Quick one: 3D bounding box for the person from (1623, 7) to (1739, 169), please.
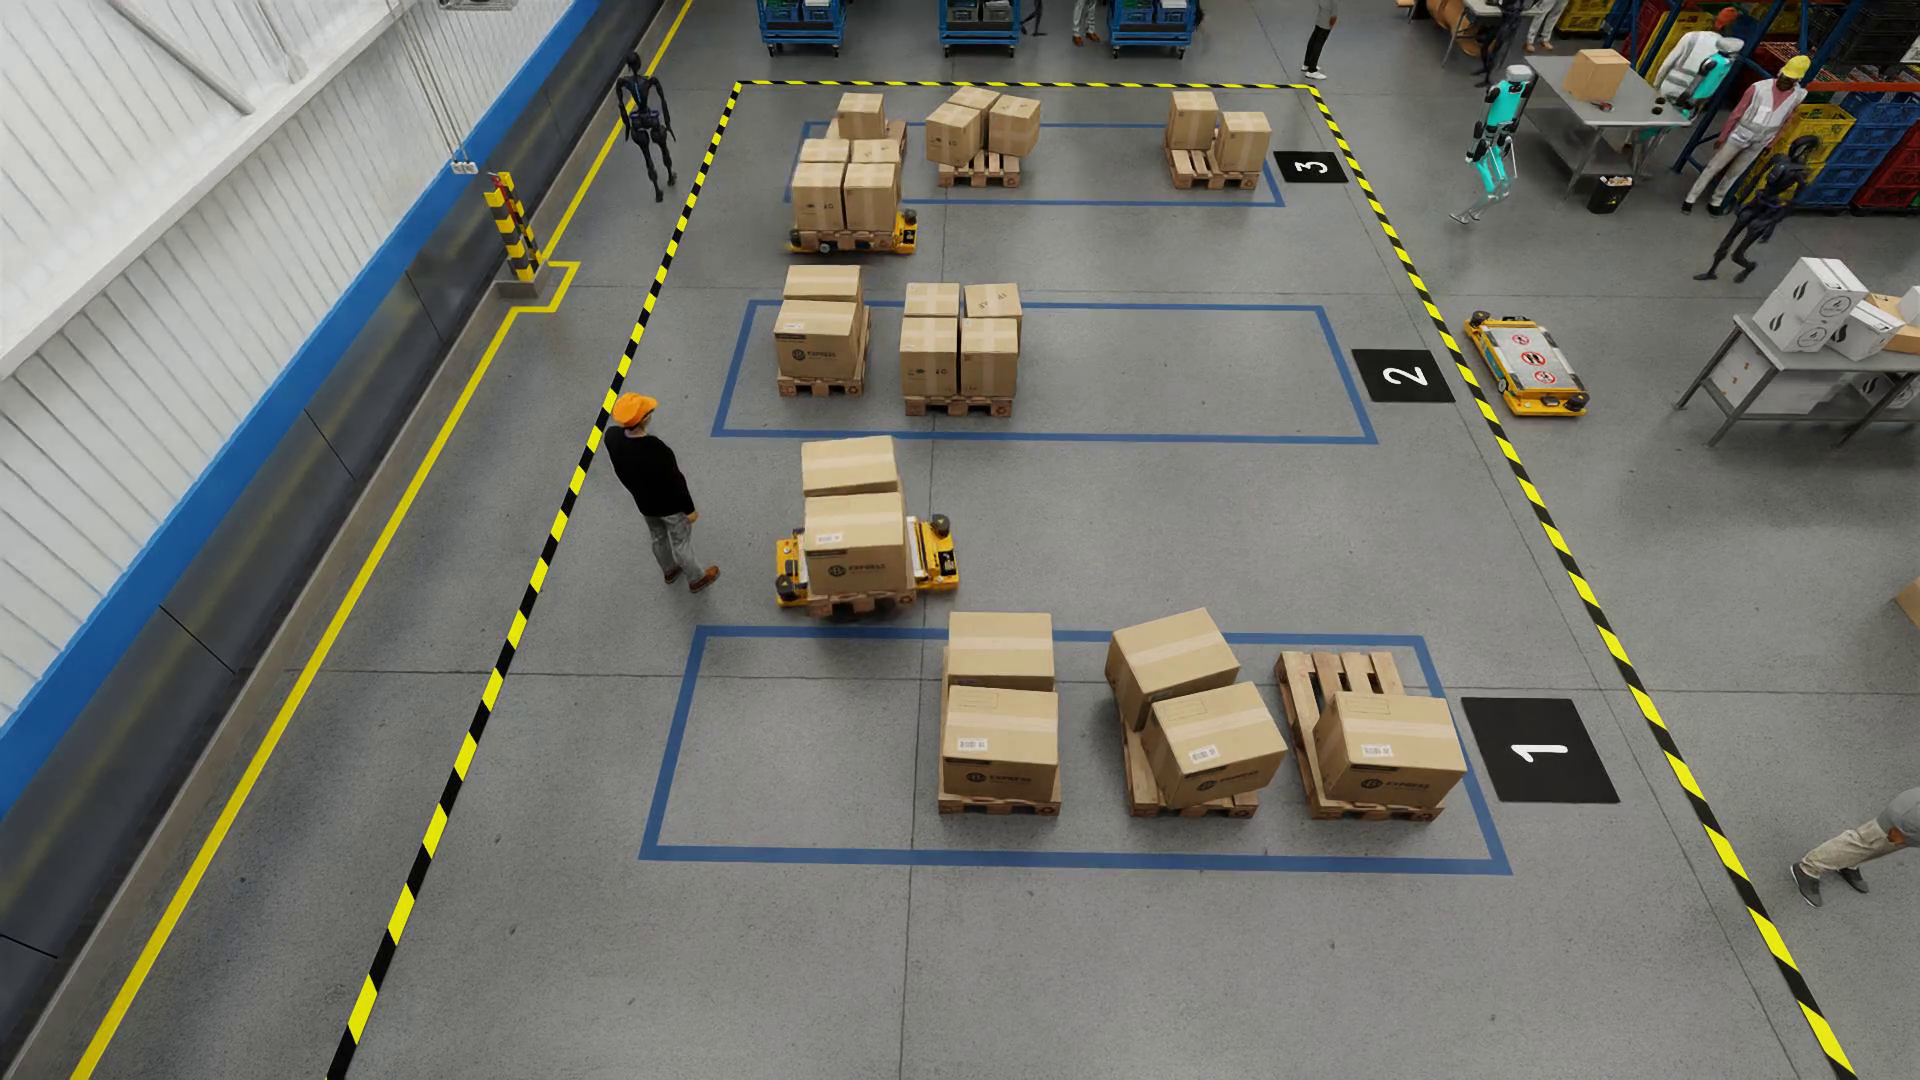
[{"bbox_3d":[8.883,-5.583,11.327,0.604,1.837,0.849,27,54,22],"label":"person"}]

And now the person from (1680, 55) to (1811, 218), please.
[{"bbox_3d":[9.004,-4.579,10.463,0.592,1.828,0.403,13,50,11],"label":"person"}]

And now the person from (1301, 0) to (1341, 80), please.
[{"bbox_3d":[5.308,-7.599,13.067,0.407,1.847,0.589,3,49,2],"label":"person"}]

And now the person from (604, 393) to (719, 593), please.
[{"bbox_3d":[-2.195,-0.322,6.744,0.597,1.882,0.386,20,52,17],"label":"person"}]

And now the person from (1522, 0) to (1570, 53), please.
[{"bbox_3d":[9.030,-8.306,13.679,0.632,1.846,0.429,-12,50,-10],"label":"person"}]

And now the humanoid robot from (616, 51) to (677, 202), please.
[{"bbox_3d":[-3.715,-4.929,10.876,0.589,1.640,0.617,-7,50,-6],"label":"humanoid robot"}]

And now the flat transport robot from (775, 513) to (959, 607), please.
[{"bbox_3d":[-0.758,0.150,7.385,1.431,0.197,0.652,-6,49,-5],"label":"flat transport robot"}]

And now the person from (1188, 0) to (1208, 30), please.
[{"bbox_3d":[3.718,-8.889,14.115,0.632,1.942,0.572,-31,56,-24],"label":"person"}]

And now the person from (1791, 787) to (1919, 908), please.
[{"bbox_3d":[5.495,1.562,5.188,0.564,1.769,0.396,-10,50,-8],"label":"person"}]

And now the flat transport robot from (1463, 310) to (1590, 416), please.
[{"bbox_3d":[5.573,-1.757,9.054,0.659,0.231,1.431,1,49,1],"label":"flat transport robot"}]

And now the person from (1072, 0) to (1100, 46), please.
[{"bbox_3d":[1.979,-8.548,13.828,0.634,1.938,0.363,-23,53,-19],"label":"person"}]

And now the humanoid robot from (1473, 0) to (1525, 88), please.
[{"bbox_3d":[7.720,-7.342,12.962,0.419,1.637,0.599,-4,49,-3],"label":"humanoid robot"}]

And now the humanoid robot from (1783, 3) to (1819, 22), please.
[{"bbox_3d":[12.552,-8.116,13.624,0.611,1.636,0.420,-19,52,-16],"label":"humanoid robot"}]

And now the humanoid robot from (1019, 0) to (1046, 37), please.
[{"bbox_3d":[1.138,-8.643,14.098,0.480,1.642,0.599,1,49,1],"label":"humanoid robot"}]

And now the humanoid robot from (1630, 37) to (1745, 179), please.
[{"bbox_3d":[8.541,-5.157,11.016,0.530,1.779,0.714,-18,51,-15],"label":"humanoid robot"}]

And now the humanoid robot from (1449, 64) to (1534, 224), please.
[{"bbox_3d":[6.013,-4.306,10.200,0.533,1.677,0.735,-12,50,-10],"label":"humanoid robot"}]

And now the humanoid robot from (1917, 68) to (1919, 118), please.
[{"bbox_3d":[12.931,-6.142,11.909,1.033,1.773,0.540,-13,50,-11],"label":"humanoid robot"}]

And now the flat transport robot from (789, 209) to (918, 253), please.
[{"bbox_3d":[-1.224,-3.598,10.629,1.431,0.197,0.652,1,49,1],"label":"flat transport robot"}]

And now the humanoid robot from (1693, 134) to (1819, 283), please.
[{"bbox_3d":[8.419,-3.436,9.574,0.482,1.640,0.616,-6,49,-5],"label":"humanoid robot"}]
